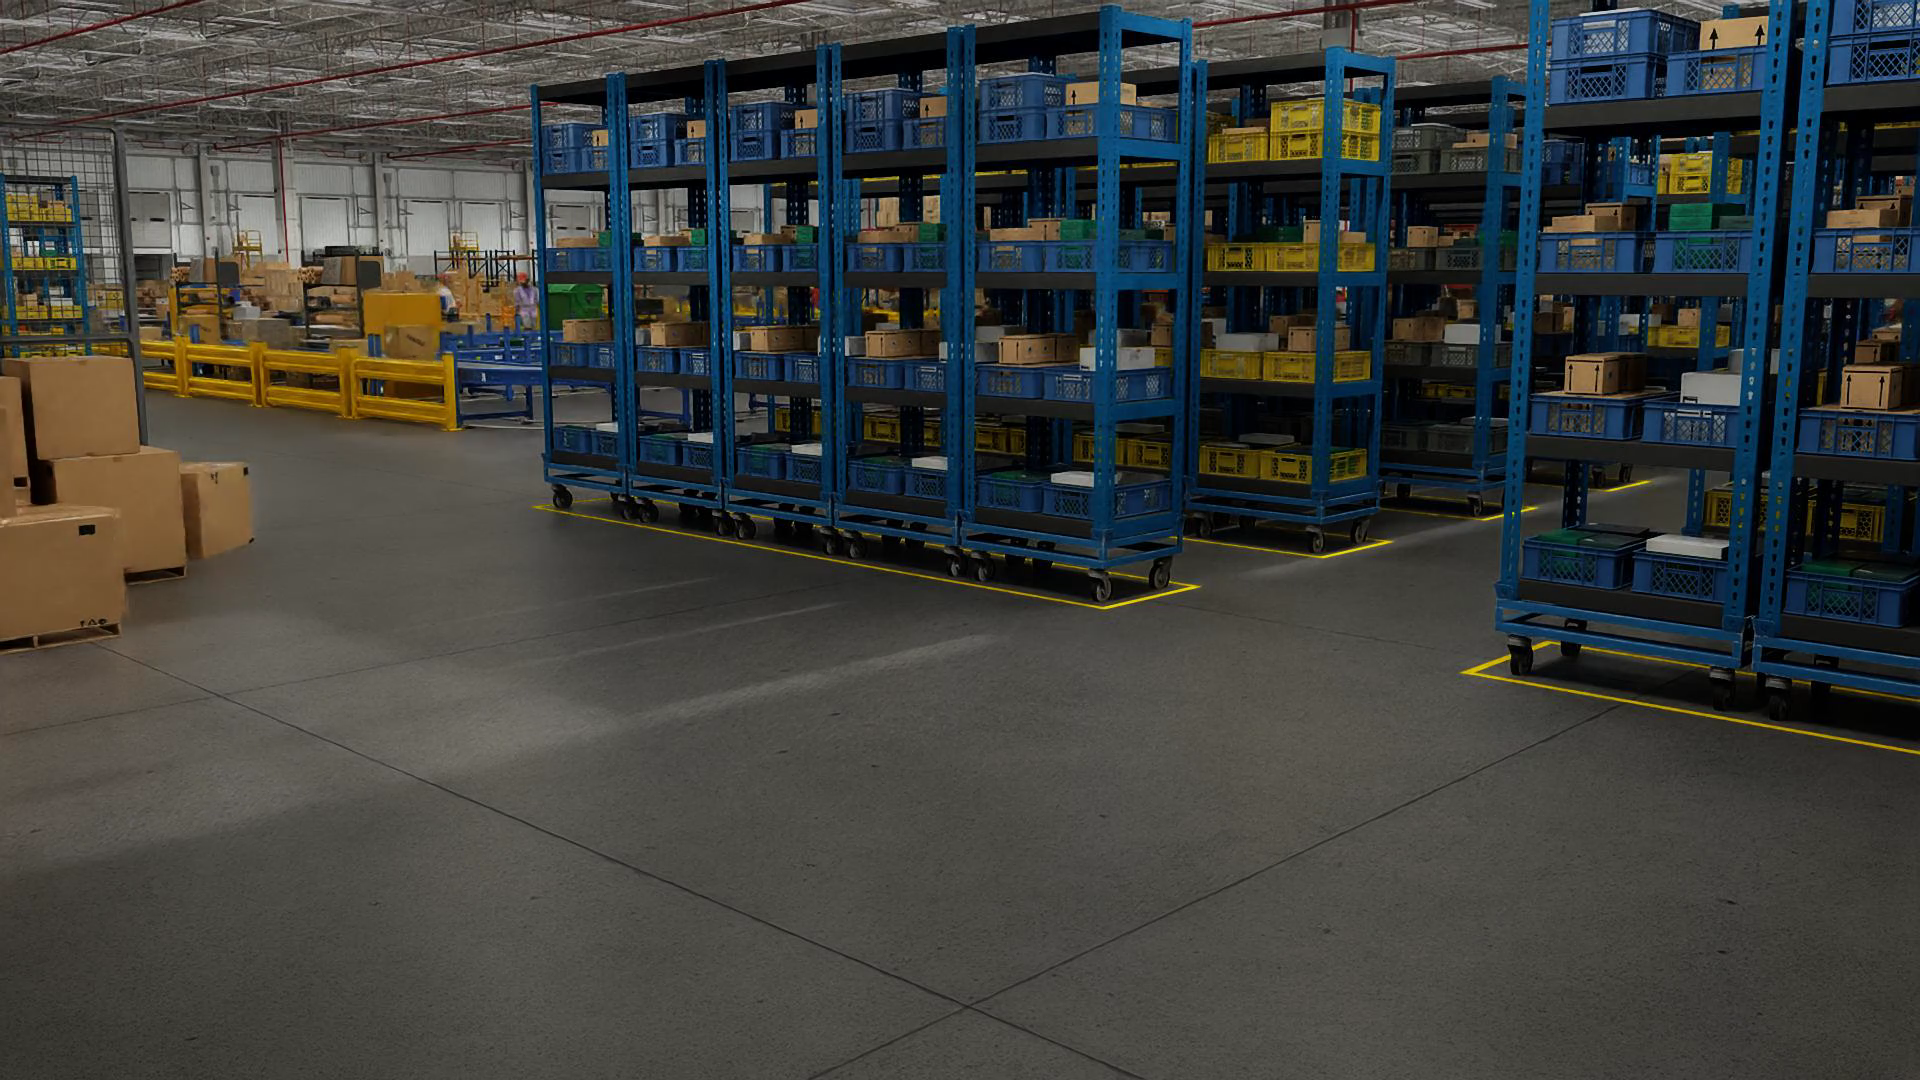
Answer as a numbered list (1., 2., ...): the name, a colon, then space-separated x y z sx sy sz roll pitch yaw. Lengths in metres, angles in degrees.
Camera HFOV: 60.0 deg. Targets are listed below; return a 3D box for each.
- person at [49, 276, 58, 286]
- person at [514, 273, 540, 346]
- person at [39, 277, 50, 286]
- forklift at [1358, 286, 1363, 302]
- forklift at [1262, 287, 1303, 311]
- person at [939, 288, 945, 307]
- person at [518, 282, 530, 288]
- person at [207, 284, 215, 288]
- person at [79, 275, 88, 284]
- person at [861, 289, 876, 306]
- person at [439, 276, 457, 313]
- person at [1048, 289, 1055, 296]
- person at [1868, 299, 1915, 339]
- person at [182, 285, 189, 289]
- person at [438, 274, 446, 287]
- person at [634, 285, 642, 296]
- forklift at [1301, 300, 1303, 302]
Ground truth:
1. person: -30.080 -7.890 55.185 0.457 1.940 0.717 0 9 0
2. person: -10.223 -5.329 39.379 0.644 1.986 0.952 -4 10 -25
3. person: -29.827 -7.712 54.393 1.042 1.865 0.602 -7 11 -36
4. forklift: 11.100 -7.017 46.970 1.873 2.768 1.129 9 13 43
5. forklift: 10.769 -8.203 54.240 1.129 2.768 1.873 8 12 42
6. person: -0.492 -8.267 58.485 0.338 1.624 0.505 7 12 38
7. person: -17.522 -9.782 67.010 0.514 1.872 0.328 -6 11 -33
8. person: -40.412 -13.529 89.801 0.588 1.930 0.359 5 11 28
9. person: -44.030 -12.413 83.477 0.638 1.775 1.046 6 11 35
10. person: -3.236 -8.543 59.348 0.971 1.884 0.572 9 13 43
11. person: -12.417 -5.434 40.272 0.453 1.894 0.660 -4 10 -22
12. person: 2.939 -7.724 54.541 0.433 1.816 0.620 6 11 34
13. person: 8.564 -1.308 15.191 0.563 1.821 0.514 7 11 36
14. person: -35.974 -11.444 77.316 0.942 1.835 0.513 0 9 -2
15. person: -18.189 -8.466 58.872 1.019 1.880 0.559 -6 11 -31
16. person: -16.623 -12.733 85.064 0.652 1.881 0.769 -6 11 -34
17. forklift: 11.326 -7.625 50.693 1.873 2.768 1.129 9 13 43
